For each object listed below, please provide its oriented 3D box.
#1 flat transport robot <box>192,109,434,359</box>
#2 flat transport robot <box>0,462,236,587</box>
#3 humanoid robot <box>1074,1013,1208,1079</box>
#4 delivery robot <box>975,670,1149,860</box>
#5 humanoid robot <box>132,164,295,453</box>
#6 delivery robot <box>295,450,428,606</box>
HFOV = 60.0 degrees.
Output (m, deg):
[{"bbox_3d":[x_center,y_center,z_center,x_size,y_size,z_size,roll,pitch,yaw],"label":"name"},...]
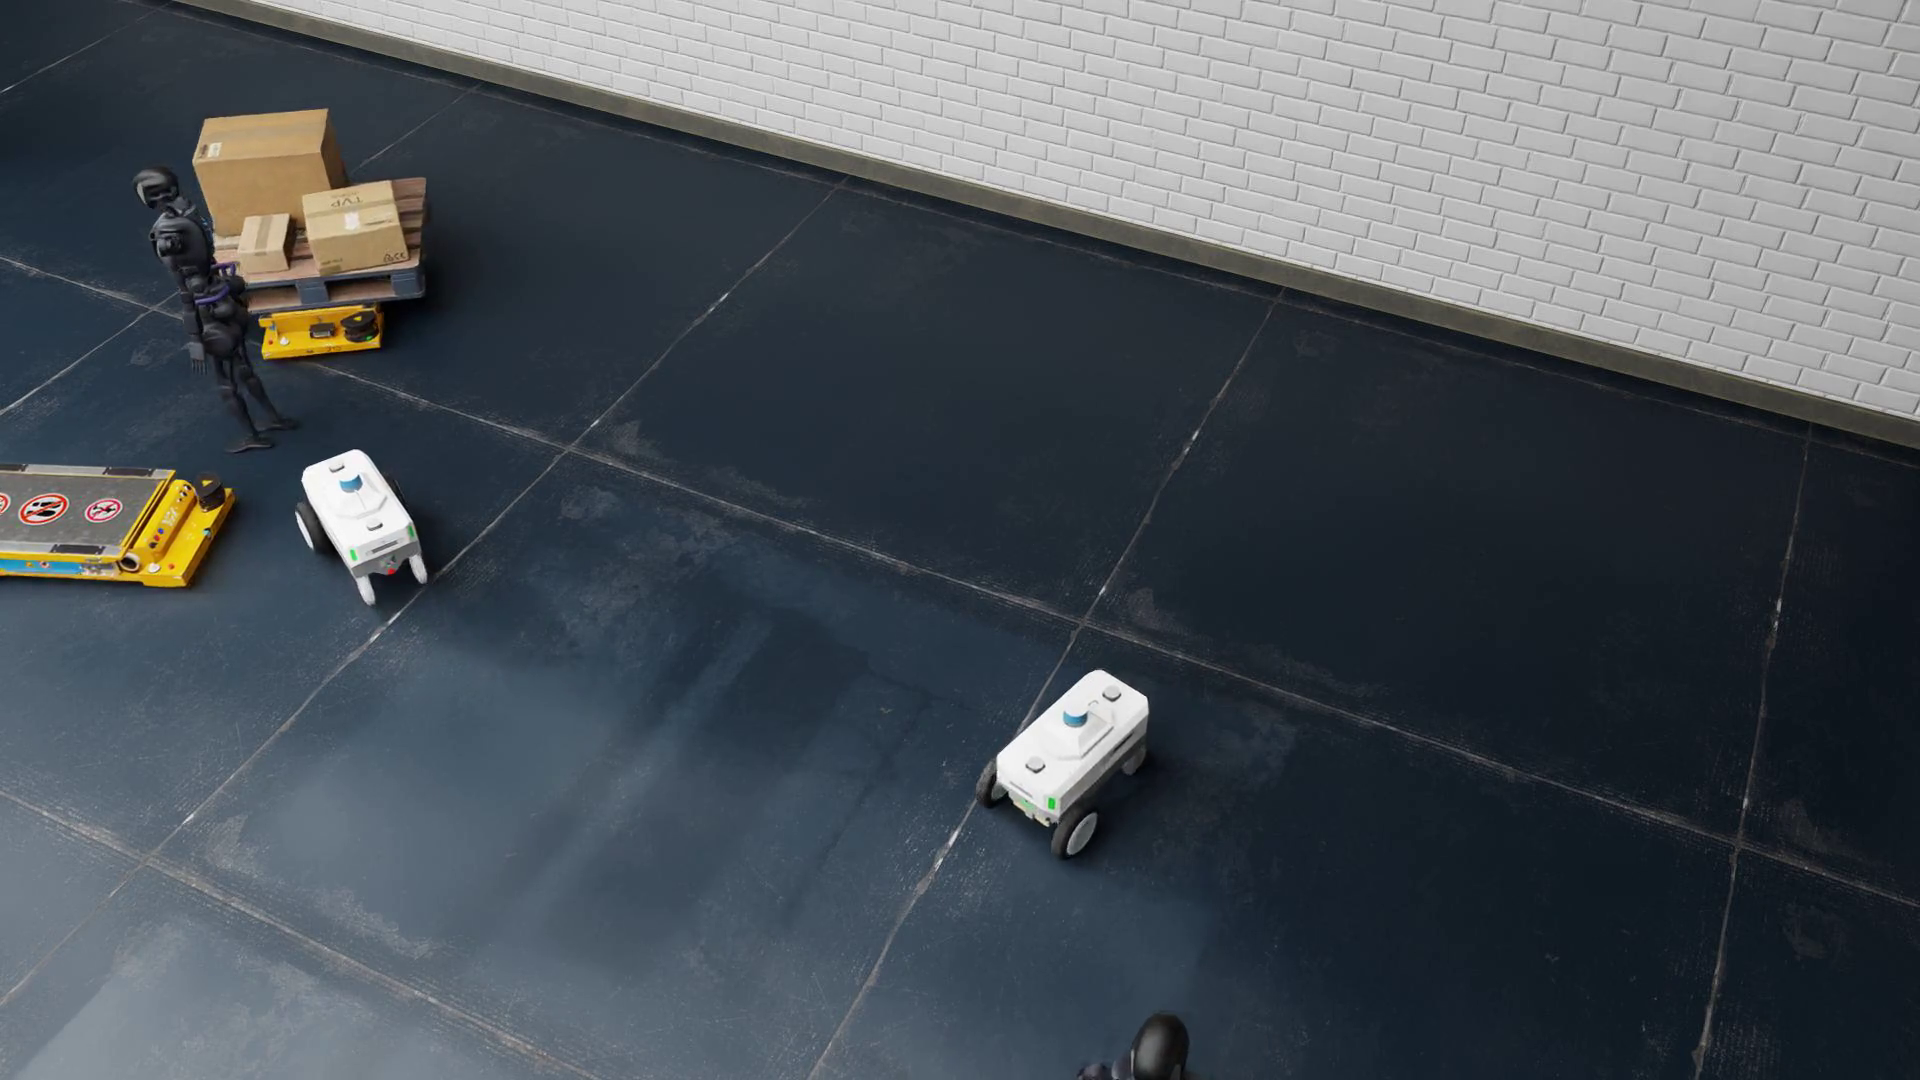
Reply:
[{"bbox_3d":[-3.767,-1.592,9.972,0.659,0.231,1.431,-7,43,-7],"label":"flat transport robot"},{"bbox_3d":[-4.471,-0.078,8.340,1.431,0.231,0.659,2,43,3],"label":"flat transport robot"},{"bbox_3d":[0.609,1.974,5.131,0.592,1.623,0.809,11,44,11],"label":"humanoid robot"},{"bbox_3d":[0.467,0.919,7.060,0.499,0.603,0.803,31,51,29],"label":"delivery robot"},{"bbox_3d":[-3.809,-1.159,8.469,0.315,1.643,0.599,-5,43,-5],"label":"humanoid robot"},{"bbox_3d":[-2.940,-0.110,8.165,0.499,0.597,0.779,-25,49,-25],"label":"delivery robot"}]
